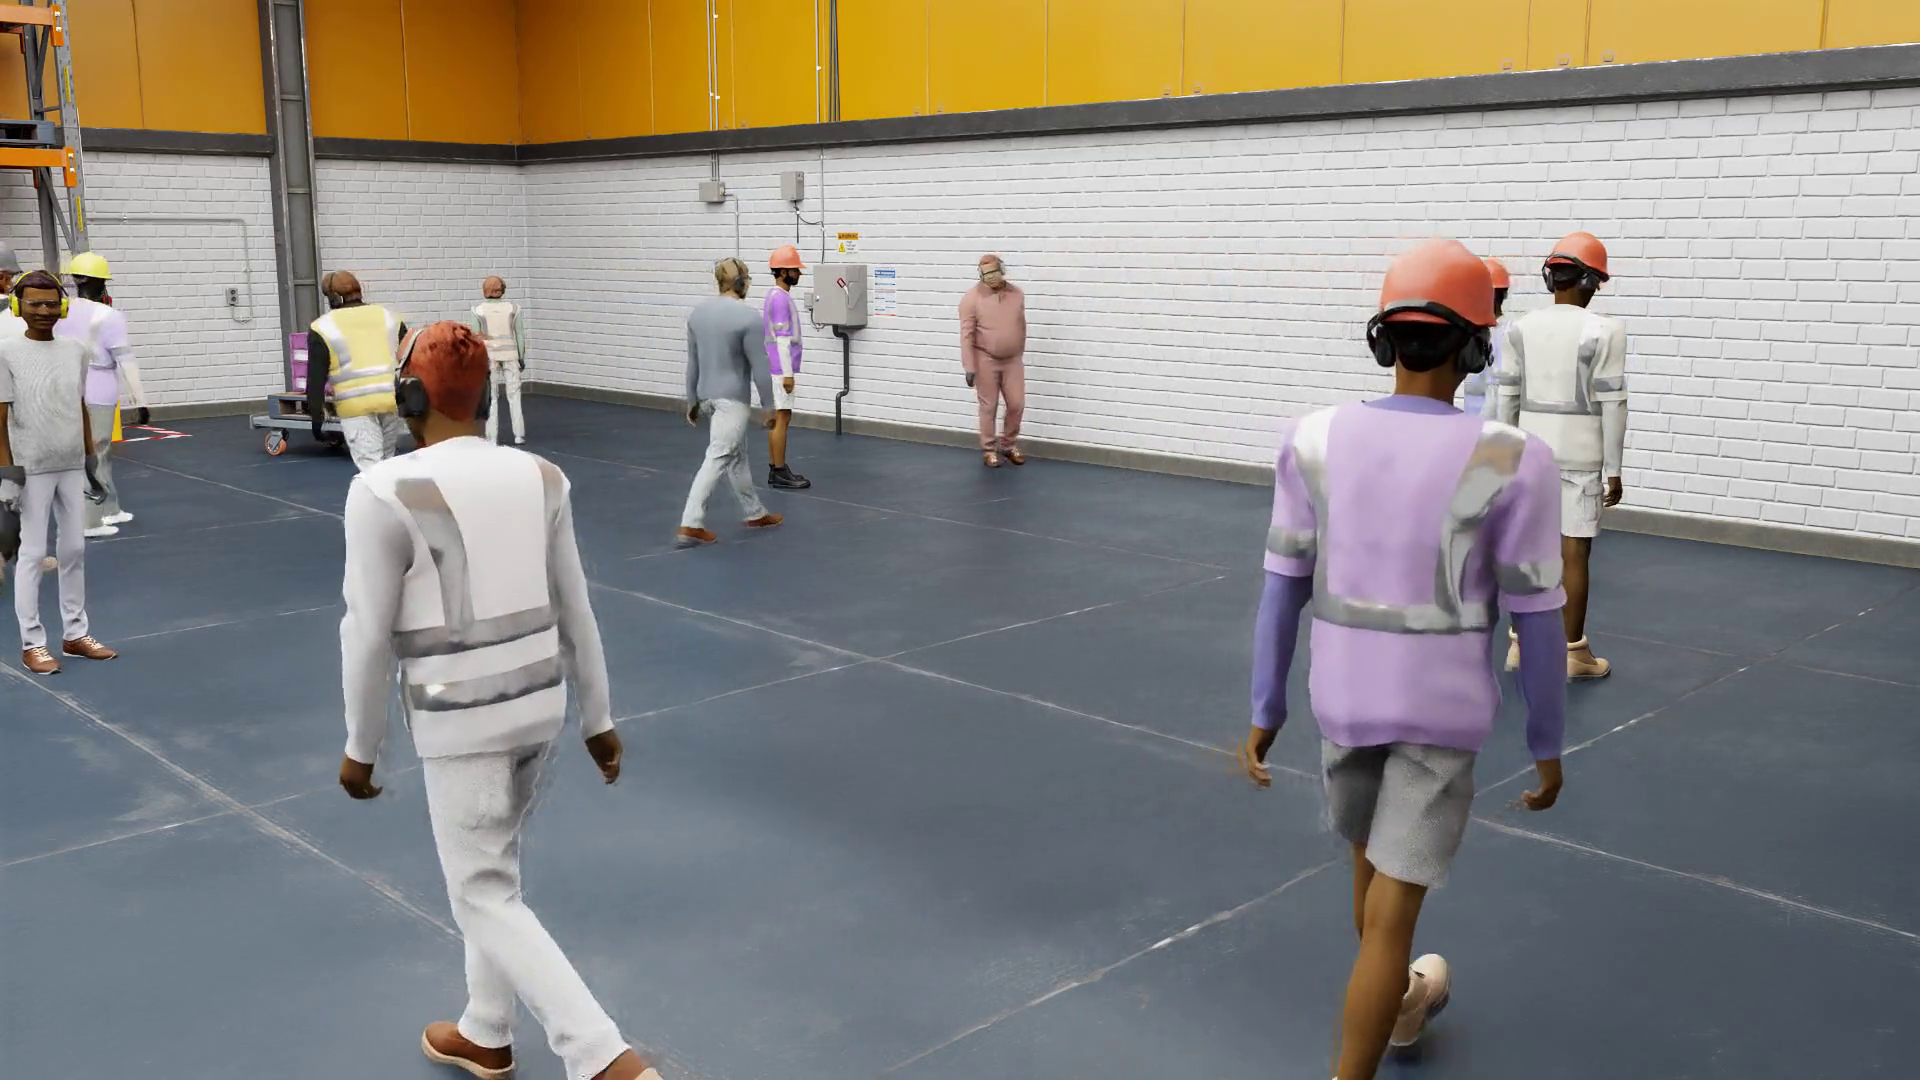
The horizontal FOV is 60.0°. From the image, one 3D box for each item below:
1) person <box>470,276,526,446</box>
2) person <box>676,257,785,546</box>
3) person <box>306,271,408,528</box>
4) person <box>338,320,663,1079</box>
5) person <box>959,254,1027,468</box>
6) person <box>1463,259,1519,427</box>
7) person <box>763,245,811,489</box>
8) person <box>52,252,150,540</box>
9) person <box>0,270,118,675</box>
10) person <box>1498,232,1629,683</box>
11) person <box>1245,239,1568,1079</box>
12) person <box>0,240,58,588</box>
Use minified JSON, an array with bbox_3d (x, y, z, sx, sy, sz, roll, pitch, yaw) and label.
[{"bbox_3d":[-4.430,-1.712,15.983,0.513,1.638,0.313,-4,11,-21],"label":"person"},{"bbox_3d":[-1.548,-0.921,11.024,0.650,1.887,1.032,9,14,40],"label":"person"},{"bbox_3d":[-3.869,-0.827,10.729,0.648,1.793,0.857,-9,14,-40],"label":"person"},{"bbox_3d":[-0.984,0.432,3.750,0.837,1.848,0.588,6,12,31],"label":"person"},{"bbox_3d":[0.285,-1.544,14.452,0.663,1.866,0.488,-4,11,-23],"label":"person"},{"bbox_3d":[2.986,-0.662,9.580,0.979,1.881,0.567,0,10,0],"label":"person"},{"bbox_3d":[-1.400,-1.384,13.368,0.362,1.939,0.543,-2,11,-12],"label":"person"},{"bbox_3d":[-5.778,-0.981,11.259,0.628,1.898,0.769,3,11,15],"label":"person"},{"bbox_3d":[-4.238,-0.321,7.774,0.323,1.865,0.518,5,12,26],"label":"person"},{"bbox_3d":[2.753,-0.372,7.592,0.389,2.034,0.605,-9,14,-41],"label":"person"},{"bbox_3d":[1.048,0.350,3.723,0.644,2.002,0.996,8,13,38],"label":"person"},{"bbox_3d":[-5.508,-0.736,9.557,0.691,2.000,0.869,1,10,4],"label":"person"}]
